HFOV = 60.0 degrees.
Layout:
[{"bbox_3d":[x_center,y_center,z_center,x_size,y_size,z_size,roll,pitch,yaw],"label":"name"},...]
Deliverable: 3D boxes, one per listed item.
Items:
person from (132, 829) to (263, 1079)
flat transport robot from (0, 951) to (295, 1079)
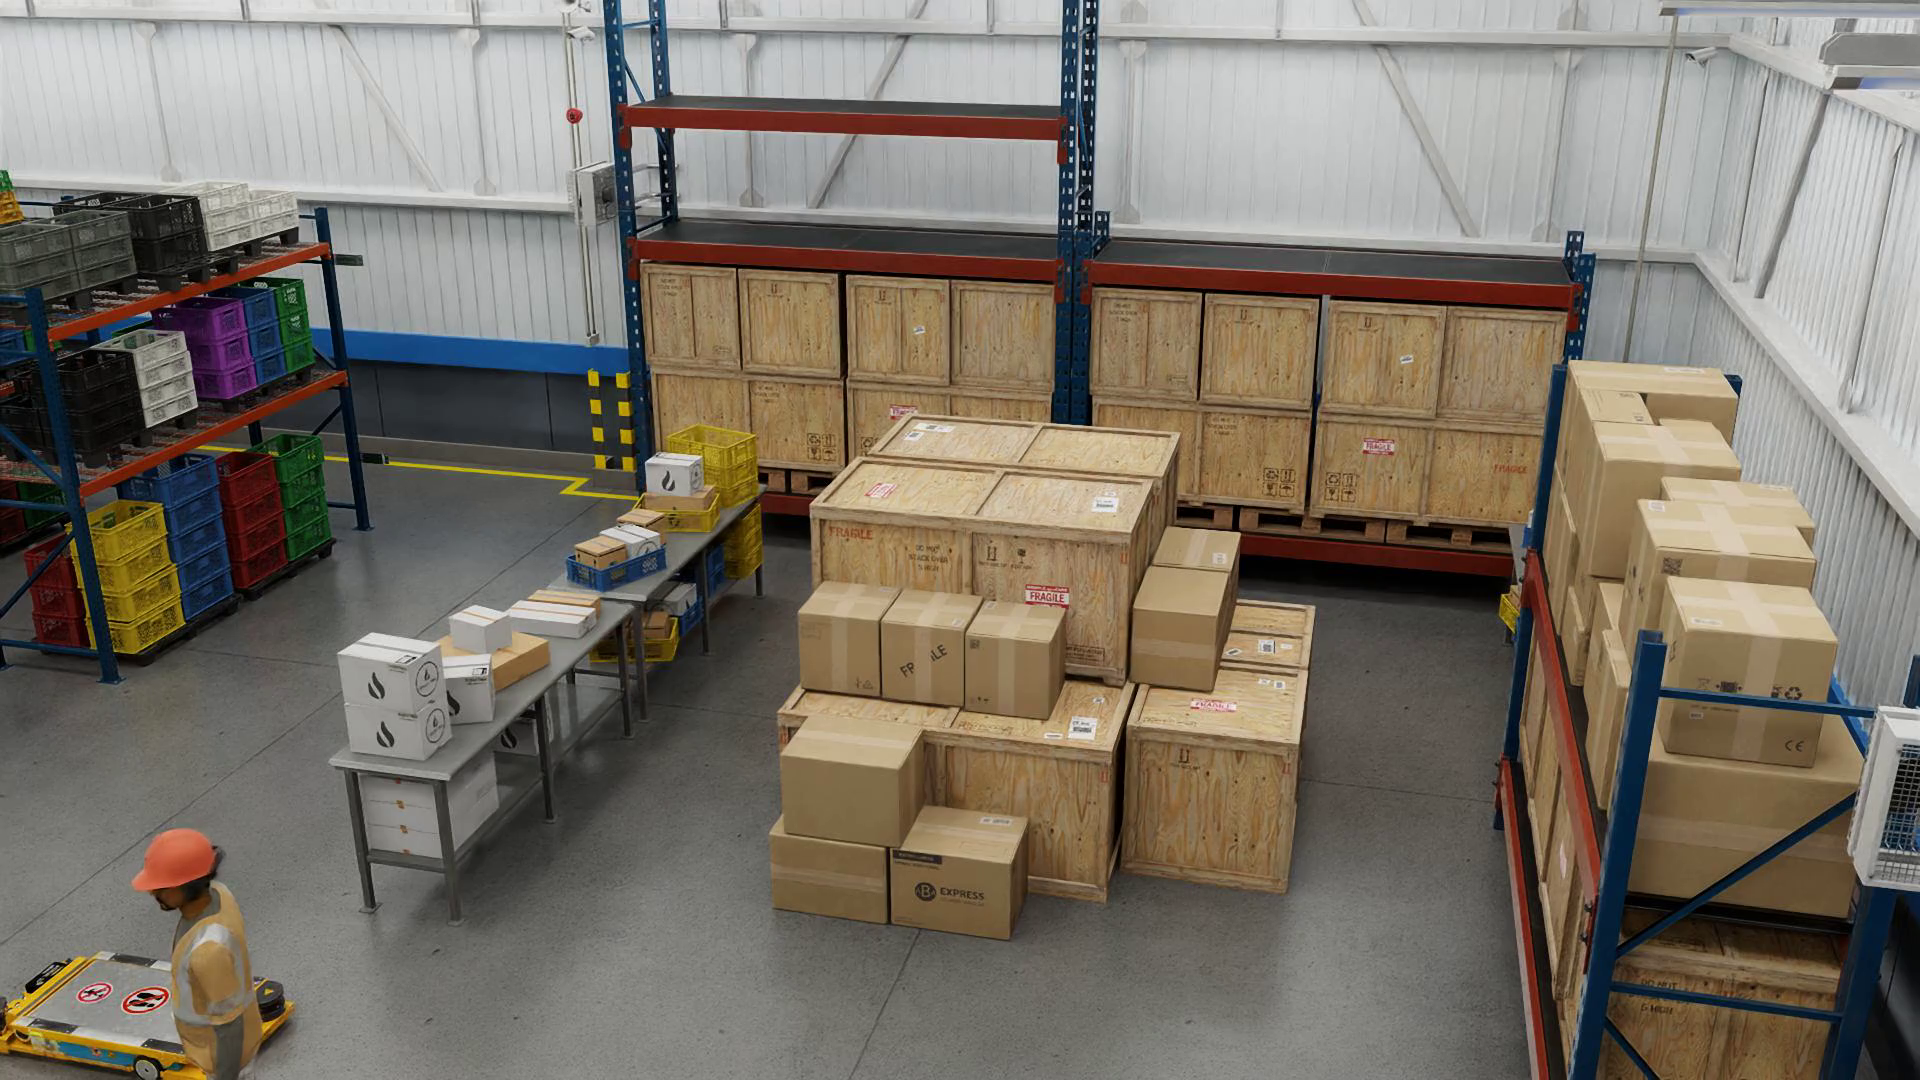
[{"bbox_3d":[-3.144,2.120,7.019,0.375,2.040,0.613,-10,23,-24],"label":"person"},{"bbox_3d":[-4.270,2.464,8.601,1.431,0.231,0.659,5,22,13],"label":"flat transport robot"}]
